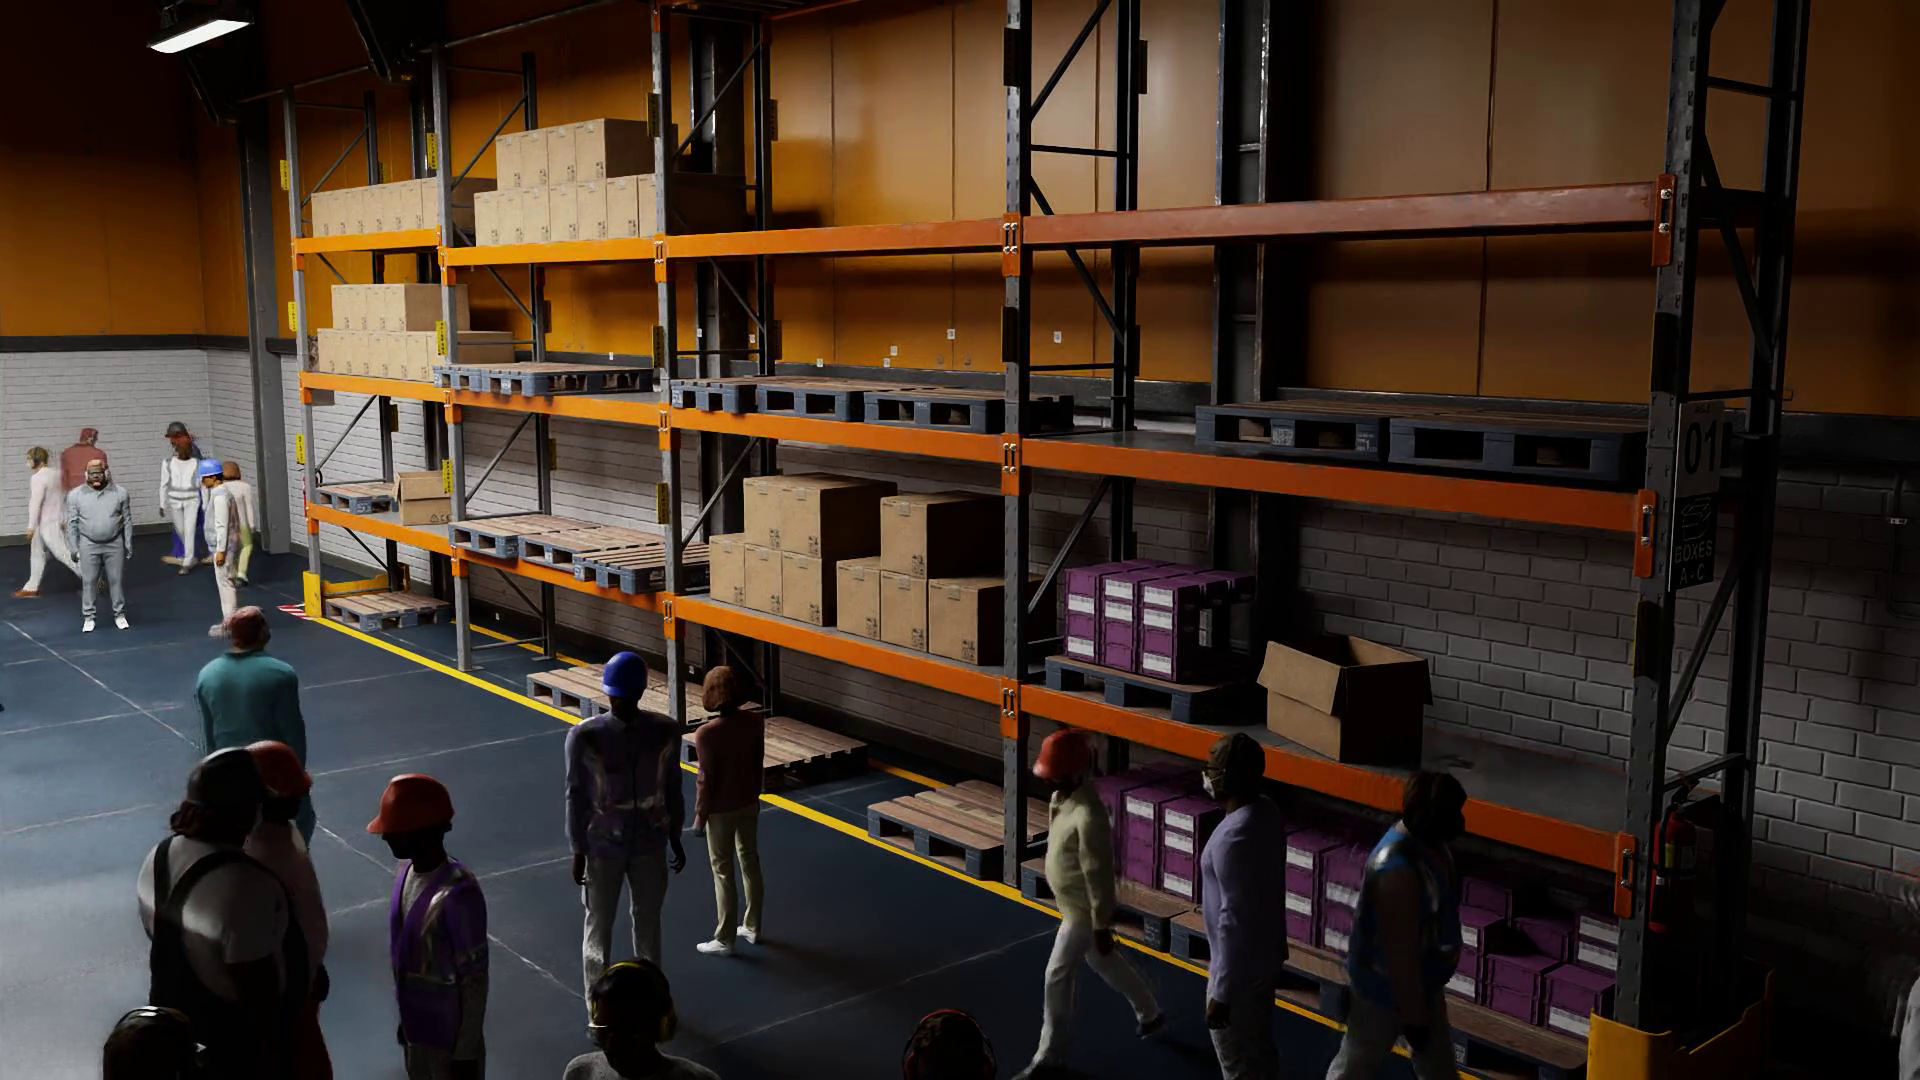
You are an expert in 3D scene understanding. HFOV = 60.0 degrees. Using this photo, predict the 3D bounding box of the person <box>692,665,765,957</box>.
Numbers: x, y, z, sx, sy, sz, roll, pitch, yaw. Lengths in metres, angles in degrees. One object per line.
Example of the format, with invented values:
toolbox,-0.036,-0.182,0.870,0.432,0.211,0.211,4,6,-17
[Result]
person,-1.288,1.504,9.297,0.289,1.634,0.499,6,10,36

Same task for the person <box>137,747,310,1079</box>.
person,-2.681,1.750,6.182,0.682,2.000,0.536,5,10,33

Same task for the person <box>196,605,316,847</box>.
person,-4.060,1.313,9.701,0.681,1.893,0.511,2,8,11

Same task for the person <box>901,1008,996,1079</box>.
person,-0.031,2.105,4.383,0.562,1.847,0.390,-1,8,-4

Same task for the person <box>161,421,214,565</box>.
person,-10.685,-0.672,23.018,0.911,2.000,0.705,-1,8,-9

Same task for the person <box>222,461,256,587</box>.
person,-9.232,-0.203,21.173,0.520,1.620,0.341,-1,8,-6

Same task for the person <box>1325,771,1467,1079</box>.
person,1.850,1.800,6.701,0.954,1.789,0.637,5,9,29

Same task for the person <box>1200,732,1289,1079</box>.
person,1.128,1.726,6.704,0.372,1.939,0.629,3,9,23

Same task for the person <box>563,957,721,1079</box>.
person,-0.887,2.059,4.643,0.534,1.865,0.311,2,8,13

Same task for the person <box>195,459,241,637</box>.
person,-8.083,0.080,18.185,0.420,1.932,0.621,-4,9,-25

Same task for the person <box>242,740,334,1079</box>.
person,-2.712,1.734,6.564,0.717,1.976,0.631,-1,8,-10

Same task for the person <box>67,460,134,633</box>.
person,-9.486,0.062,18.379,0.652,1.906,0.402,-5,10,-31

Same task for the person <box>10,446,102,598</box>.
person,-11.118,-0.216,20.398,1.015,1.897,0.641,-2,9,-16

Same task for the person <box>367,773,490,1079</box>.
person,-1.959,1.802,6.189,0.375,1.934,0.547,-8,11,-42

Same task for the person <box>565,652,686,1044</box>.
person,-1.649,1.500,8.259,0.605,1.943,0.402,-4,9,-27

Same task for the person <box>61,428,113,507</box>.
person,-12.401,-0.661,23.623,0.654,1.861,0.882,1,8,5

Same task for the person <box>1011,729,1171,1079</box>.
person,0.647,1.686,7.828,0.826,1.704,0.588,-1,8,-10

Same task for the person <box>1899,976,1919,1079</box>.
person,3.463,1.992,5.628,0.798,1.707,0.575,8,11,44

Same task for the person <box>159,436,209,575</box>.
person,-10.458,-0.494,22.483,0.580,1.851,0.949,-1,8,-9

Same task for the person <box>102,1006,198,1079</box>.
person,-1.994,2.103,4.141,0.628,1.928,0.381,2,8,11
